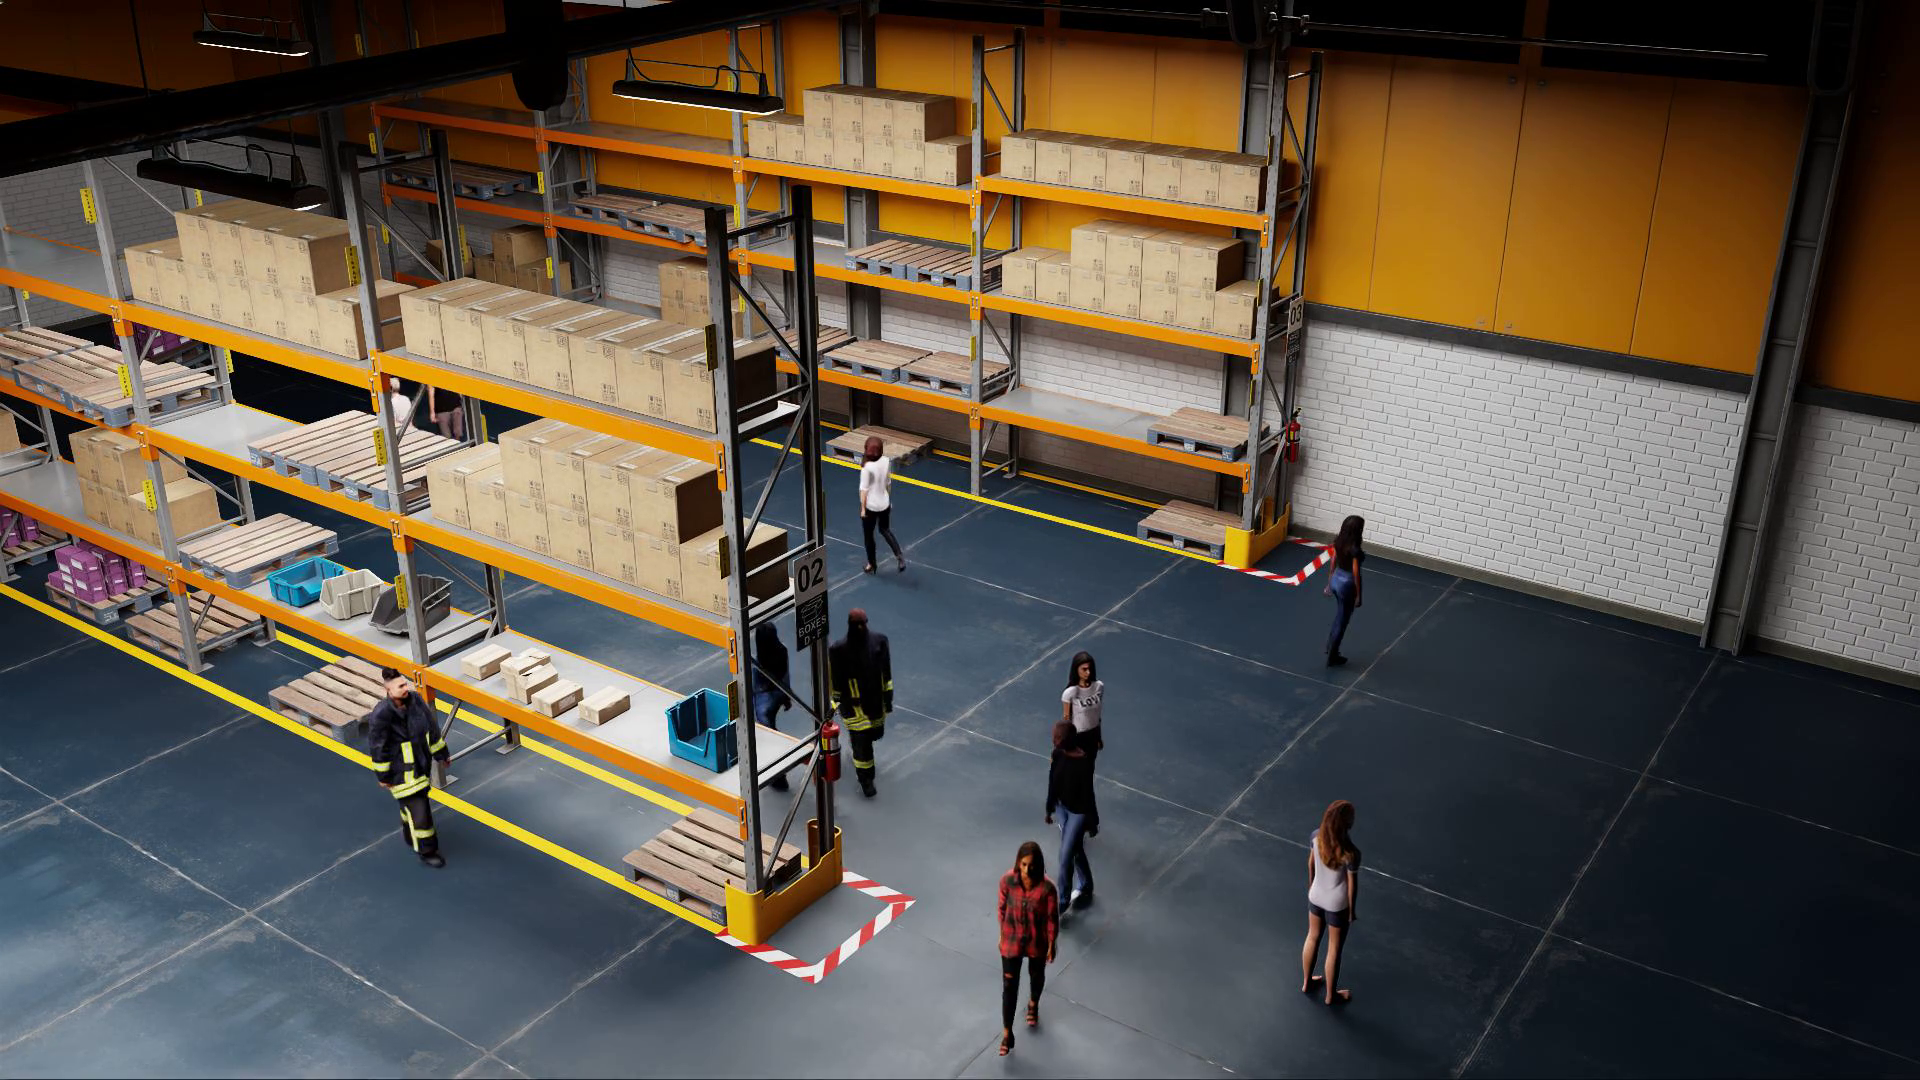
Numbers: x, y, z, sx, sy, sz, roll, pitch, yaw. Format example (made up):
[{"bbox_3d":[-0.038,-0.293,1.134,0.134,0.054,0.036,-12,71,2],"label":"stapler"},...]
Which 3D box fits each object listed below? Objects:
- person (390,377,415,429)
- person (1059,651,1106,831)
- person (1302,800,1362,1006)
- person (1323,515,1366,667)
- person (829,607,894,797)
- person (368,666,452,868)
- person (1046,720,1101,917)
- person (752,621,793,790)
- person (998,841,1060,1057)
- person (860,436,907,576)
[{"bbox_3d":[-7.314,-1.315,22.038,1.062,1.660,0.695,11,26,23],"label":"person"},{"bbox_3d":[1.067,1.794,14.785,0.657,1.774,0.628,-16,28,-32],"label":"person"},{"bbox_3d":[2.814,2.745,12.662,0.704,1.730,0.561,-19,30,-36],"label":"person"},{"bbox_3d":[4.004,0.561,17.665,0.762,1.724,0.674,-10,26,-22],"label":"person"},{"bbox_3d":[-0.923,1.425,15.592,1.085,1.801,1.265,-10,26,-22],"label":"person"},{"bbox_3d":[-4.853,1.906,14.444,0.895,1.840,0.829,10,26,22],"label":"person"},{"bbox_3d":[0.995,2.244,13.816,0.795,1.723,0.860,-21,31,-39],"label":"person"},{"bbox_3d":[-1.695,1.555,15.420,0.700,1.702,0.650,18,30,36],"label":"person"},{"bbox_3d":[0.521,2.925,12.321,0.953,1.674,0.897,5,24,12],"label":"person"},{"bbox_3d":[-0.926,-0.355,19.690,0.716,1.781,0.952,-22,32,-40],"label":"person"}]
